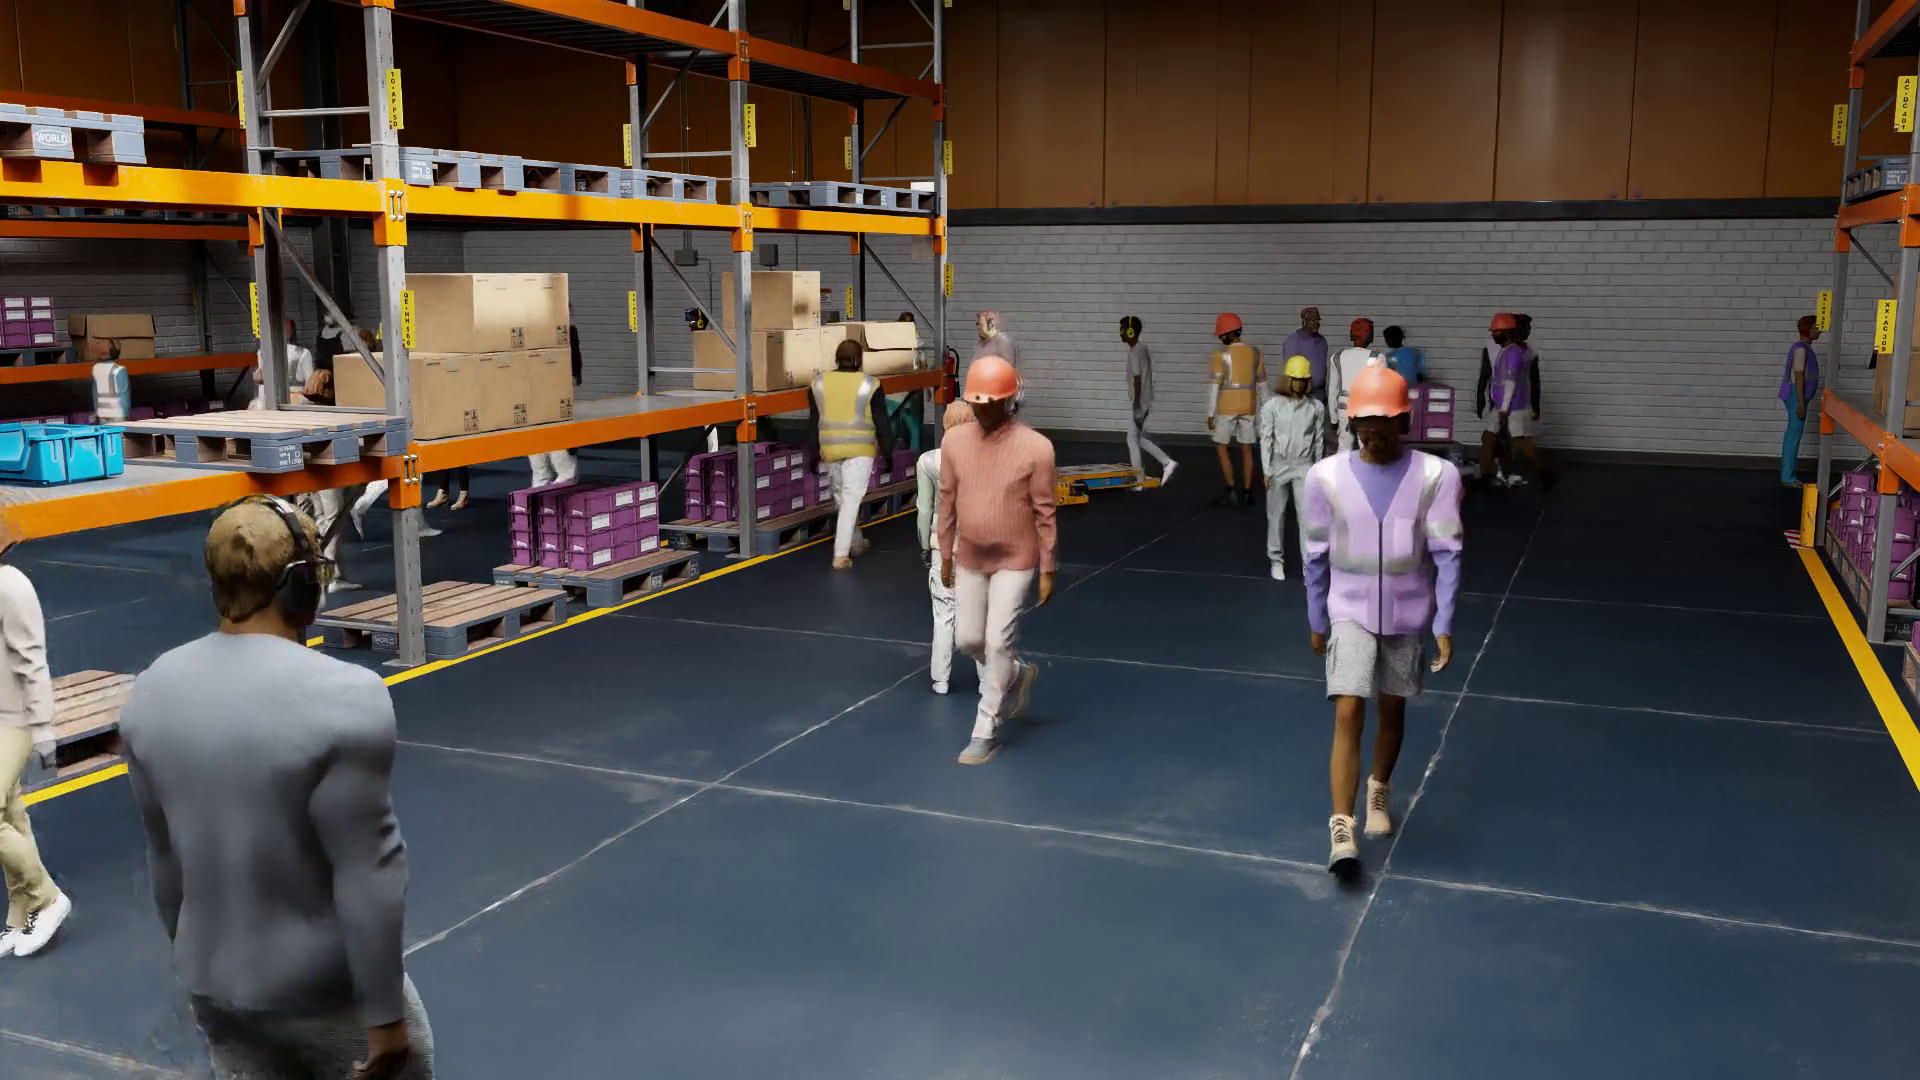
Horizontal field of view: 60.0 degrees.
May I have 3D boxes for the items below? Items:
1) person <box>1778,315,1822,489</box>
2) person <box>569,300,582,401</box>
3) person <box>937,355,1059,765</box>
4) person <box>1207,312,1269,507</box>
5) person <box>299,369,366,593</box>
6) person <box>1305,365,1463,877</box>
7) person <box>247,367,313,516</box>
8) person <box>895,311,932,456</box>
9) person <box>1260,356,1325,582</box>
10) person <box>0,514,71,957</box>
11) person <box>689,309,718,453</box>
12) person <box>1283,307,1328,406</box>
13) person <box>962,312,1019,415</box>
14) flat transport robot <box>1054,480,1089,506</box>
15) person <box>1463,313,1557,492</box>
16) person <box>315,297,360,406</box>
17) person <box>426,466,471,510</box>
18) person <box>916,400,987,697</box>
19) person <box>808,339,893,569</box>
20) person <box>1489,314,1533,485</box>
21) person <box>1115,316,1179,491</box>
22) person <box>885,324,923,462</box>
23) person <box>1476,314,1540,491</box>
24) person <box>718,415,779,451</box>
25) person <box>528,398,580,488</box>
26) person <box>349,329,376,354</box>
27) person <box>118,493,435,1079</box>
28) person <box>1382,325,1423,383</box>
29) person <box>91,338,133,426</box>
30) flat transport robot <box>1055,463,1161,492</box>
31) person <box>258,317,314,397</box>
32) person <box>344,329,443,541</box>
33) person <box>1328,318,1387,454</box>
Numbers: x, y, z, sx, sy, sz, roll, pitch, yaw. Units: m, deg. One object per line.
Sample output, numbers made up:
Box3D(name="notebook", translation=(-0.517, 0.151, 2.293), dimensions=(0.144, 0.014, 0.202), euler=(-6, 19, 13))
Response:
Box3D(name="person", translation=(8.945, -1.473, 17.750), dimensions=(0.391, 1.848, 0.563), euler=(5, 11, 27))
Box3D(name="person", translation=(-5.318, -2.246, 22.118), dimensions=(0.914, 1.966, 0.625), euler=(5, 10, 25))
Box3D(name="person", translation=(0.198, 0.075, 8.058), dimensions=(0.639, 1.957, 0.720), euler=(5, 10, 26))
Box3D(name="person", translation=(2.772, -1.276, 16.387), dimensions=(0.732, 1.916, 0.445), euler=(-3, 10, -18))
Box3D(name="person", translation=(-4.570, -0.423, 12.070), dimensions=(0.517, 1.631, 0.330), euler=(8, 12, 39))
Box3D(name="person", translation=(1.645, 0.312, 6.543), dimensions=(0.614, 1.976, 1.077), euler=(2, 10, 14))
Box3D(name="person", translation=(-5.242, -0.557, 12.907), dimensions=(0.590, 1.619, 0.339), euler=(-1, 9, -9))
Box3D(name="person", translation=(-0.637, -1.824, 19.950), dimensions=(0.536, 1.830, 0.668), euler=(5, 10, 26))
Box3D(name="person", translation=(2.452, -0.496, 12.273), dimensions=(0.500, 1.701, 0.876), euler=(0, 9, 1))
Box3D(name="person", translation=(-3.284, 0.640, 5.614), dimensions=(0.532, 1.619, 0.352), euler=(6, 11, 32))
Box3D(name="person", translation=(-3.030, -1.796, 19.688), dimensions=(0.323, 1.862, 0.510), euler=(-1, 9, -8))
Box3D(name="person", translation=(3.914, -1.658, 18.698), dimensions=(0.648, 1.907, 0.401), euler=(-7, 12, -36))
Box3D(name="person", translation=(0.280, -1.565, 18.283), dimensions=(0.958, 1.856, 0.648), euler=(-6, 11, -31))
Box3D(name="flat transport robot", translation=(0.618, -0.525, 16.774), dimensions=(0.652, 0.197, 1.431), euler=(-6, 11, -31))
Box3D(name="person", translation=(5.802, -1.426, 17.388), dimensions=(0.960, 1.898, 0.561), euler=(0, 9, 2))
Box3D(name="person", translation=(-7.696, -2.016, 20.457), dimensions=(0.690, 2.000, 0.991), euler=(4, 10, 21))
Box3D(name="person", translation=(-4.988, -1.135, 16.154), dimensions=(0.540, 1.697, 0.317), euler=(5, 10, 26))
Box3D(name="person", translation=(0.018, 0.055, 9.126), dimensions=(0.513, 1.639, 0.307), euler=(1, 9, 5))
Box3D(name="person", translation=(-0.859, -0.691, 13.198), dimensions=(0.648, 1.791, 0.978), euler=(3, 10, 17))
Box3D(name="person", translation=(5.943, -1.497, 17.869), dimensions=(0.410, 1.854, 0.552), euler=(0, 9, 3))
Box3D(name="person", translation=(1.964, -1.424, 17.449), dimensions=(0.600, 1.846, 0.554), euler=(3, 10, 16))
Box3D(name="person", translation=(-0.589, -1.537, 18.477), dimensions=(0.667, 1.732, 0.521), euler=(-7, 12, -37))
Box3D(name="person", translation=(5.818, -1.448, 17.576), dimensions=(0.595, 1.847, 1.063), euler=(-1, 9, -6))
Box3D(name="person", translation=(-2.618, -2.031, 20.834), dimensions=(1.003, 1.954, 0.628), euler=(4, 10, 23))
Box3D(name="person", translation=(-3.557, -0.885, 14.243), dimensions=(0.652, 1.829, 0.478), euler=(4, 10, 25))
Box3D(name="person", translation=(-6.940, -1.652, 19.497), dimensions=(0.508, 1.631, 0.288), euler=(1, 9, 7))
Box3D(name="person", translation=(-1.328, 0.865, 3.319), dimensions=(0.638, 1.928, 0.435), euler=(4, 10, 21))
Box3D(name="person", translation=(5.217, -1.690, 19.623), dimensions=(0.624, 1.670, 0.316), euler=(-3, 10, -16))
Box3D(name="person", translation=(-8.868, -1.290, 17.327), dimensions=(0.519, 1.625, 0.568), euler=(5, 11, 27))
Box3D(name="flat transport robot", translation=(1.358, -0.650, 17.532), dimensions=(1.431, 0.197, 0.652), euler=(-6, 11, -31))
Box3D(name="person", translation=(-7.046, -1.414, 17.429), dimensions=(0.596, 1.845, 0.979), euler=(1, 9, 7))
Box3D(name="person", translation=(-4.892, -0.928, 14.267), dimensions=(0.591, 1.905, 0.792), euler=(7, 12, 36))
Box3D(name="person", translation=(3.733, -1.130, 15.568), dimensions=(0.581, 1.882, 0.351), euler=(7, 12, 36))
